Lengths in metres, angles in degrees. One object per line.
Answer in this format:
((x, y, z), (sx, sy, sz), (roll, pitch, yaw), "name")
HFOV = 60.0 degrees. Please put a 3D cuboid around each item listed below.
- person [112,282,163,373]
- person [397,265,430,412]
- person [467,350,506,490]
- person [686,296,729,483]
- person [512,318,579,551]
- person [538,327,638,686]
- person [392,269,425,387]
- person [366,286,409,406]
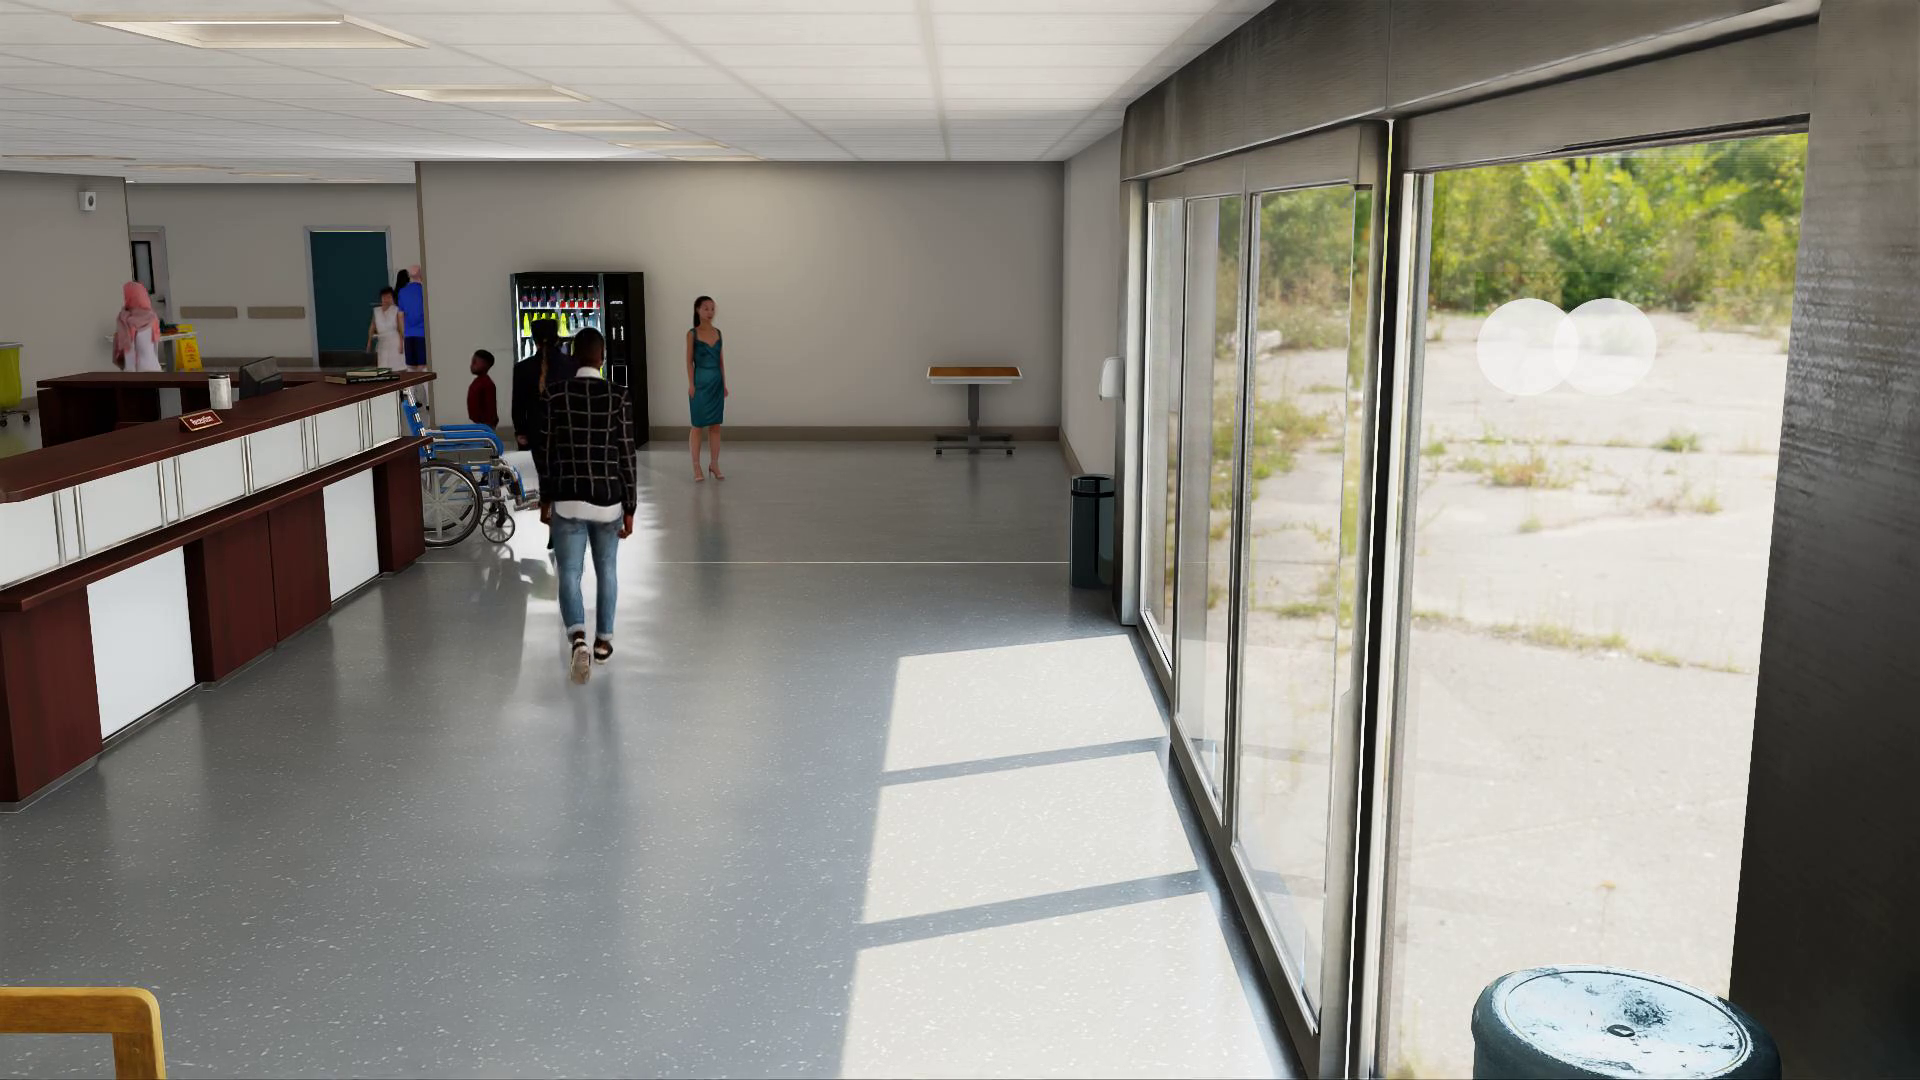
((-7.597, -1.487, 15.617), (1.244, 1.749, 0.935), (4, 11, 21), "person")
((-6.862, -2.575, 21.099), (0.634, 1.844, 0.799), (4, 11, 19), "person")
((-4.121, -1.043, 14.615), (0.702, 1.251, 0.641), (-8, 13, -35), "person")
((-2.328, -1.390, 15.264), (0.595, 1.692, 0.677), (-8, 14, -37), "person")
((-2.898, -0.727, 11.853), (0.688, 1.661, 0.843), (-3, 11, -14), "person")
((-1.921, -0.165, 8.524), (1.143, 1.797, 0.923), (-3, 11, -14), "person")
((-7.912, -2.967, 23.630), (1.116, 1.670, 0.989), (5, 12, 26), "person")
((-7.404, -2.519, 21.604), (0.504, 1.545, 0.761), (3, 11, 16), "person")
